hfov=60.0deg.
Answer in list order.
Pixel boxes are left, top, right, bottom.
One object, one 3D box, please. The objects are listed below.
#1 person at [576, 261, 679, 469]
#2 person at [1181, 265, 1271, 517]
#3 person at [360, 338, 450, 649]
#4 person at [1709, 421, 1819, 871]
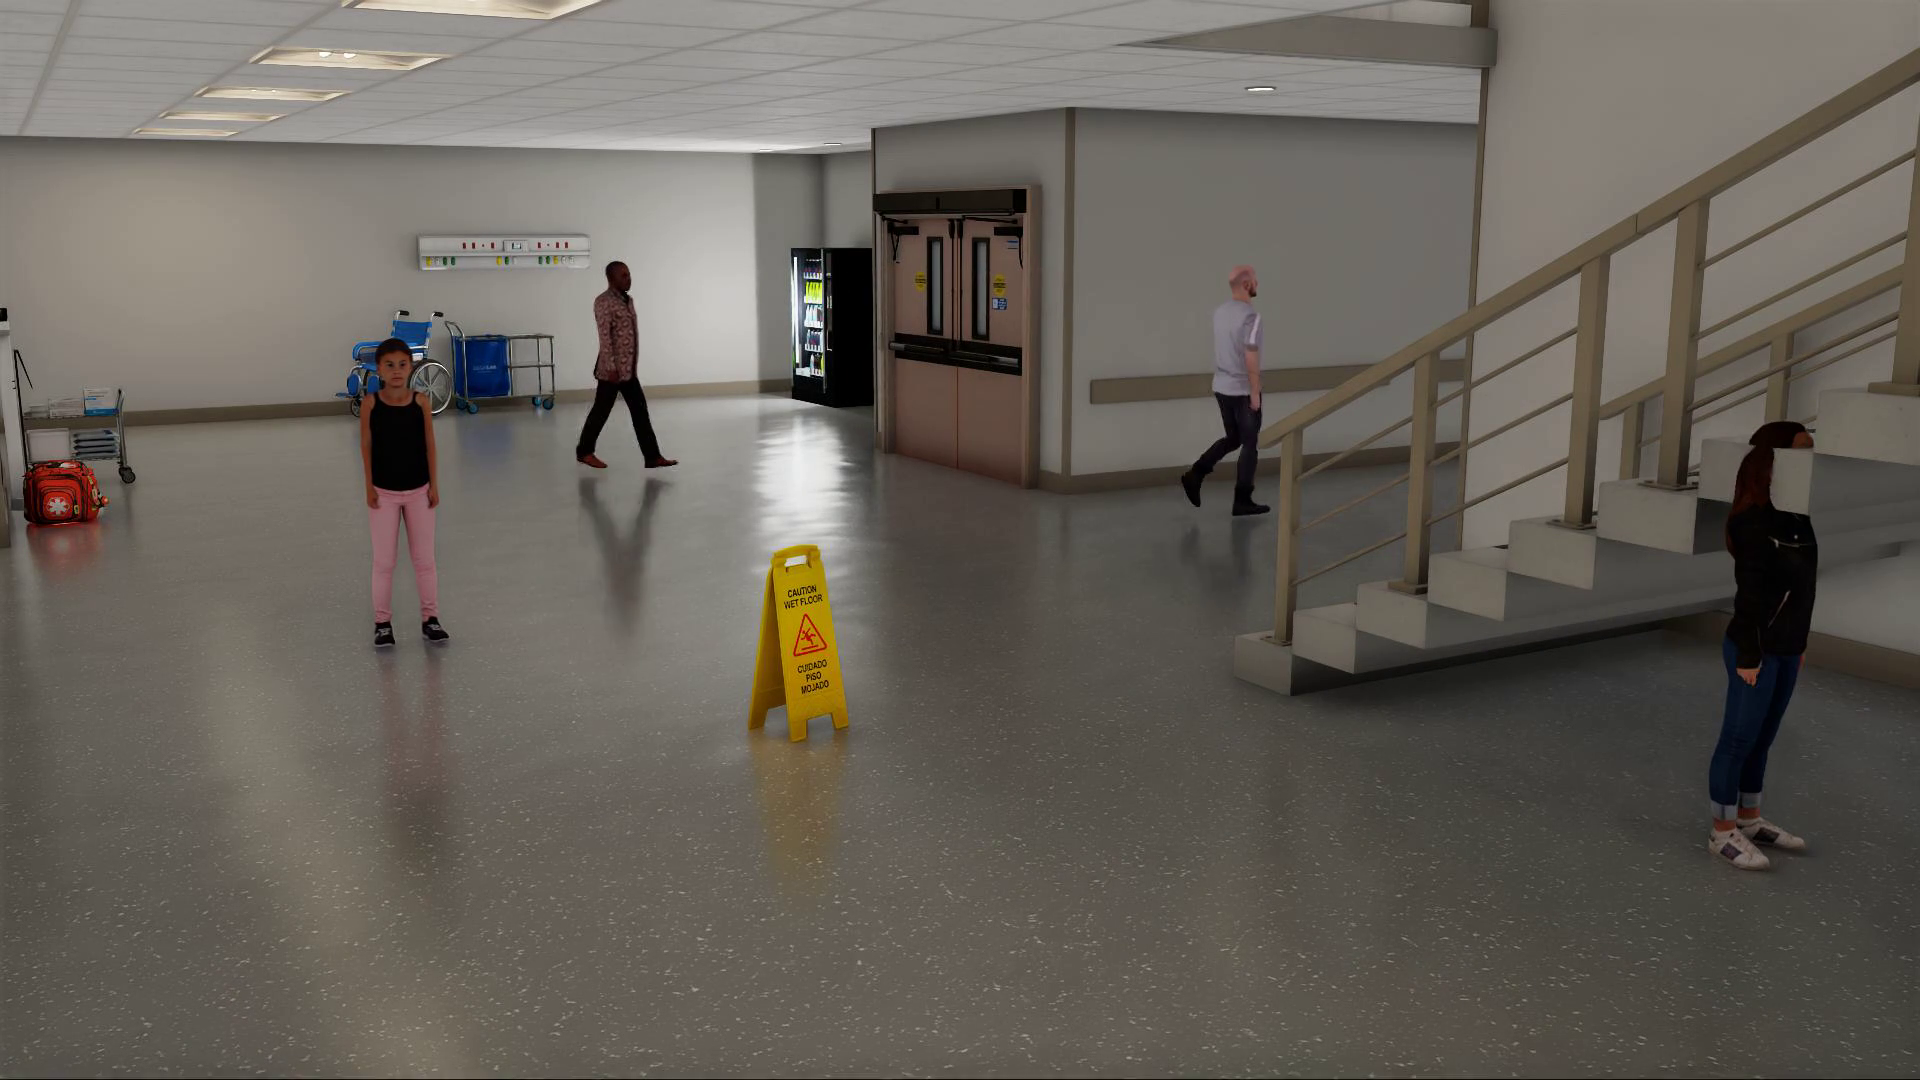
[{"bbox_3d":[-3.009,-1.457,14.247,1.289,1.764,1.163,4,12,22],"label":"person"},{"bbox_3d":[1.932,-1.064,12.041,0.805,1.814,0.888,-4,12,-22],"label":"person"},{"bbox_3d":[-2.817,-0.239,8.368,0.522,1.562,0.509,-5,12,-25],"label":"person"},{"bbox_3d":[2.680,0.333,5.562,0.603,1.484,0.570,-9,14,-41],"label":"person"}]
